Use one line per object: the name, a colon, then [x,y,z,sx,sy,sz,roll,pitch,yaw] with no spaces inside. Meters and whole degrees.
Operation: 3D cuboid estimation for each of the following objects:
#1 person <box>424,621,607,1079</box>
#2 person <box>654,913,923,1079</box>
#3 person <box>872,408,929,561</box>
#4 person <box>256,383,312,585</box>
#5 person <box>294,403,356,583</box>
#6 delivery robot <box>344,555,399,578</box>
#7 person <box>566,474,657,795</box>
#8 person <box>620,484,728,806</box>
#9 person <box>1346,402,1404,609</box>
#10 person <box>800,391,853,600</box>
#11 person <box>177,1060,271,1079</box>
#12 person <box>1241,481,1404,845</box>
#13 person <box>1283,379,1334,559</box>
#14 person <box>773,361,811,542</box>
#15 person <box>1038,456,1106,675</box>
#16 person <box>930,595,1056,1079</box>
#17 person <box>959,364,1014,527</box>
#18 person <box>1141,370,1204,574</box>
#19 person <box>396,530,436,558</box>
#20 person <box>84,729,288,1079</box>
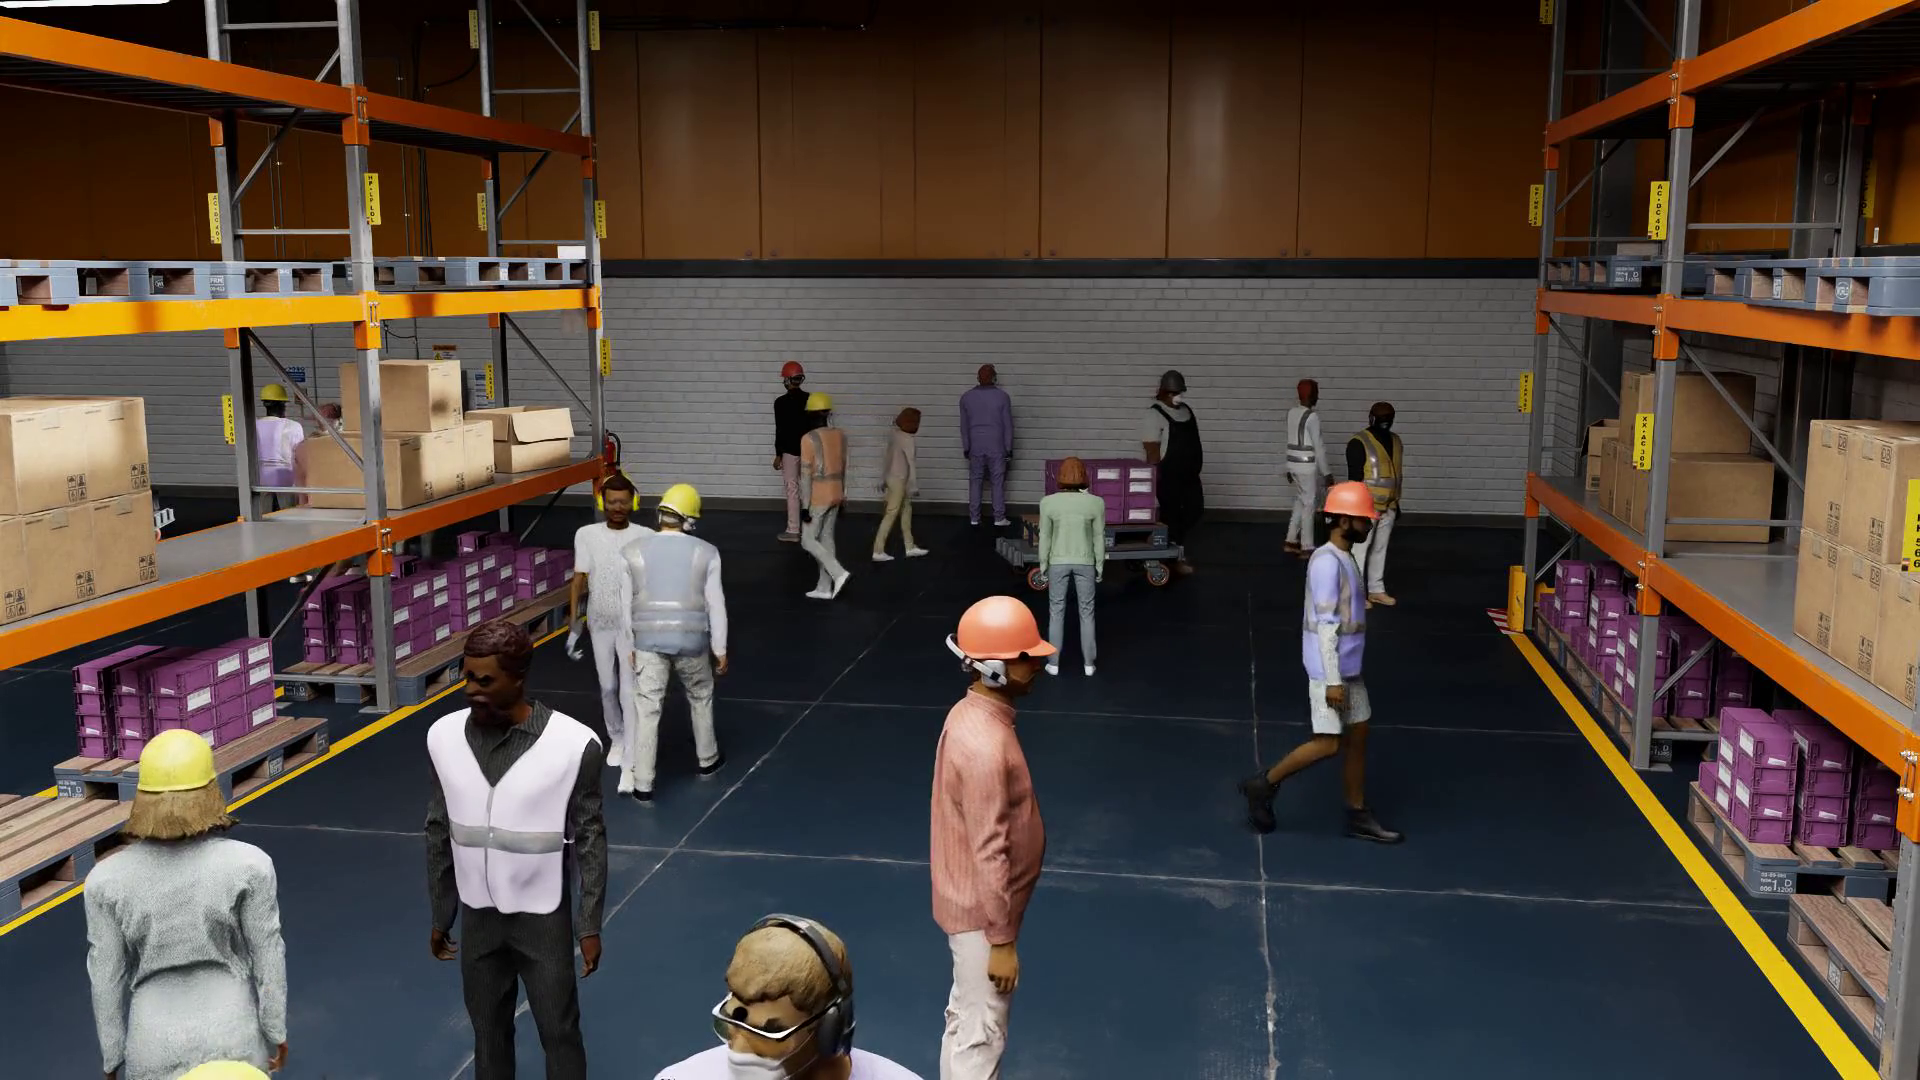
person: [-1.413,1.183,5.330,0.592,1.916,0.375,2,9,12]
person: [-0.272,1.564,2.922,0.634,1.936,0.351,2,9,14]
person: [-0.585,-0.572,17.156,0.751,1.582,0.504,-3,10,-20]
person: [-6.508,-0.526,15.855,0.591,1.921,0.384,0,9,-1]
person: [-5.365,-0.235,14.210,0.653,1.877,0.868,3,10,19]
delivery robot: [-5.170,0.292,14.728,0.477,0.478,0.707,4,10,21]
person: [-2.023,0.518,9.766,0.523,1.820,0.948,0,9,-1]
person: [-1.628,0.575,9.538,0.612,1.772,0.780,-1,9,-4]
person: [3.707,-0.312,14.792,0.626,1.840,0.430,-6,11,-34]
person: [-1.189,-0.376,14.967,0.565,1.915,0.589,7,11,36]
person: [-1.200,1.694,2.779,0.552,1.719,0.888,1,9,9]
person: [1.920,0.642,8.664,0.774,1.917,0.583,5,10,28]
person: [3.595,-0.728,17.232,0.409,1.880,0.601,-3,10,-15]
person: [-1.828,-0.980,18.428,0.392,1.995,0.612,8,12,42]
person: [0.828,0.196,12.329,0.497,1.626,0.287,1,9,4]
person: [0.100,1.157,5.251,0.386,1.996,0.610,-1,9,-4]
person: [0.326,-1.101,19.451,0.642,1.909,0.410,3,10,18]
person: [2.141,-0.689,16.500,0.710,2.000,0.537,-8,12,-40]
person: [-5.091,-0.415,15.524,0.604,1.814,0.436,-4,10,-23]
person: [-2.135,1.382,4.648,0.492,1.740,0.324,-3,10,-19]
